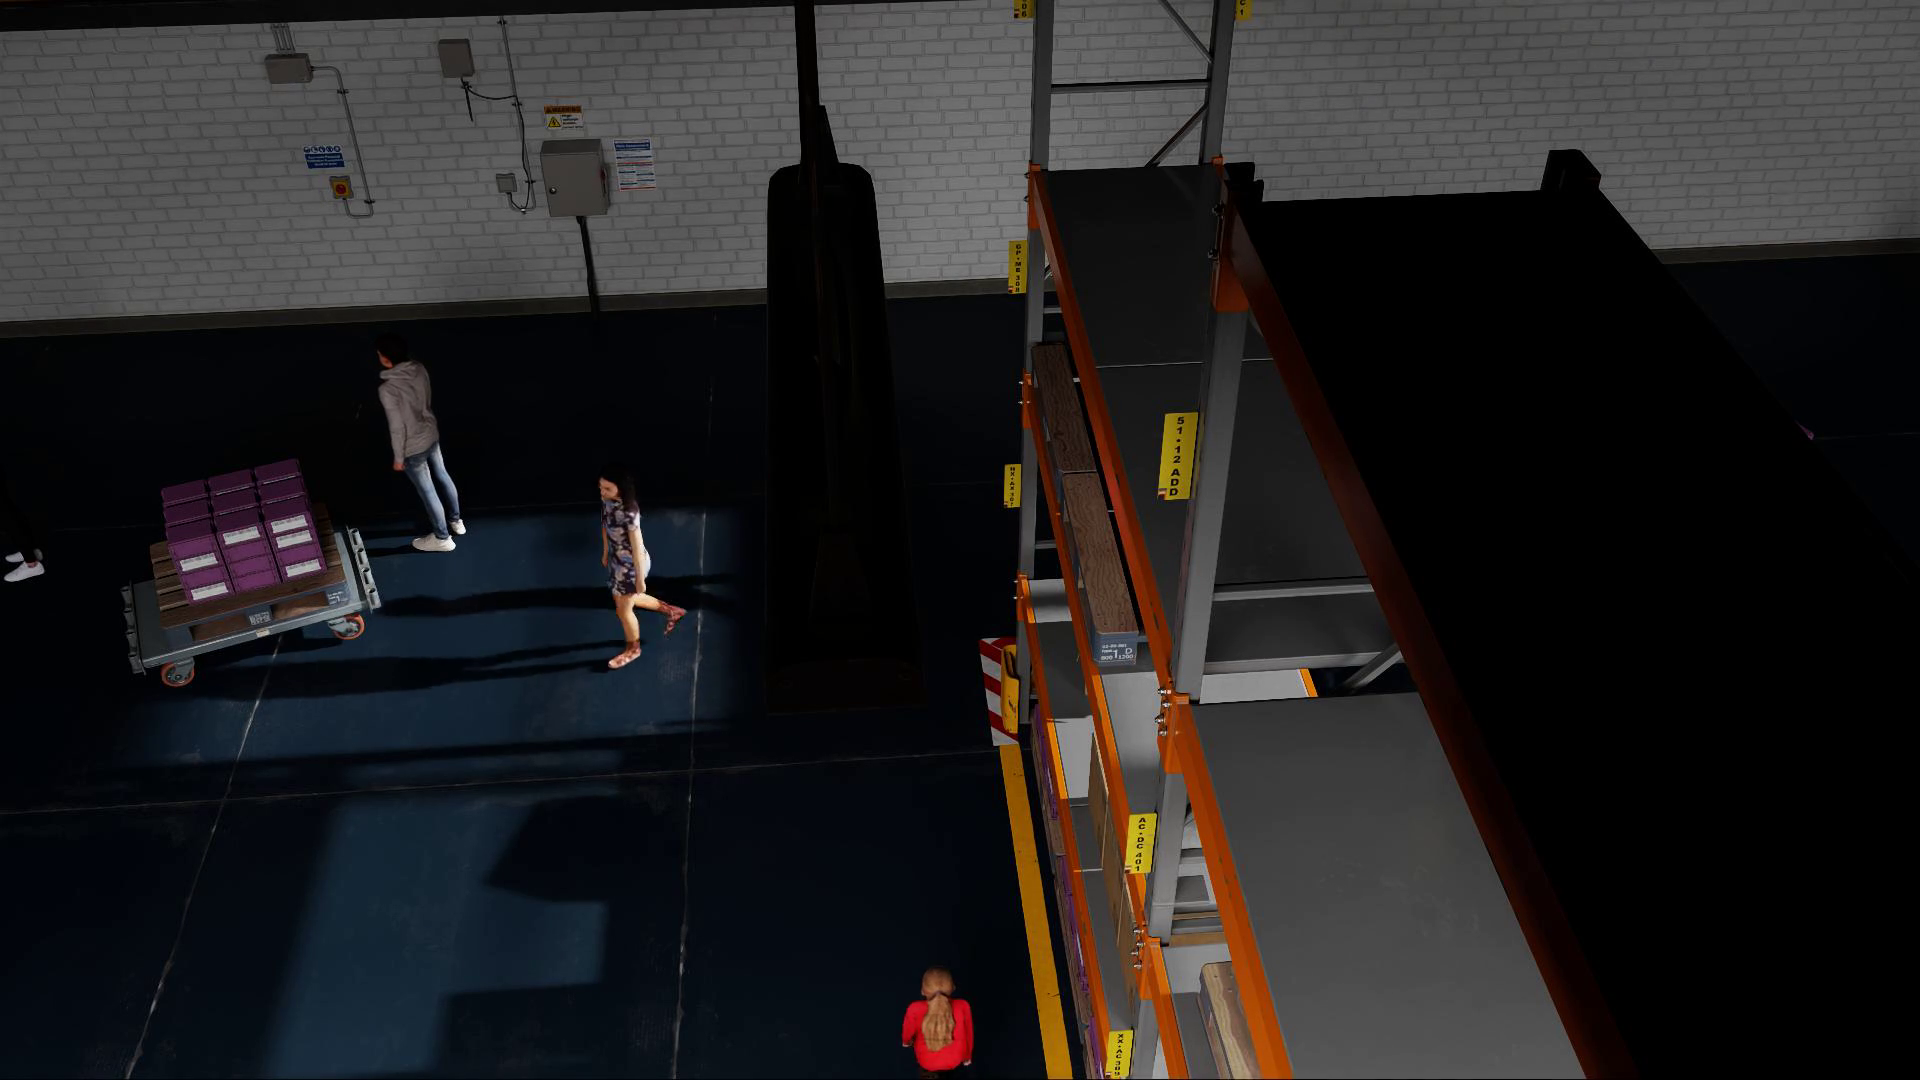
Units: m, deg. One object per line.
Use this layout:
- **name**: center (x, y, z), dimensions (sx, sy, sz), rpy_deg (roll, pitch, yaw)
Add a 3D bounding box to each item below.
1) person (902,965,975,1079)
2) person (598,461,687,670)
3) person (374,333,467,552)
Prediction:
- **person**: center (-0.098, 2.676, 8.498), dimensions (0.520, 1.249, 0.895), rpy_deg (-4, 39, -5)
- **person**: center (-2.179, 0.141, 11.300), dimensions (0.903, 1.715, 0.914), rpy_deg (-21, 43, -24)
- **person**: center (-3.992, -0.725, 12.274), dimensions (0.799, 1.853, 0.639), rpy_deg (9, 40, 11)
